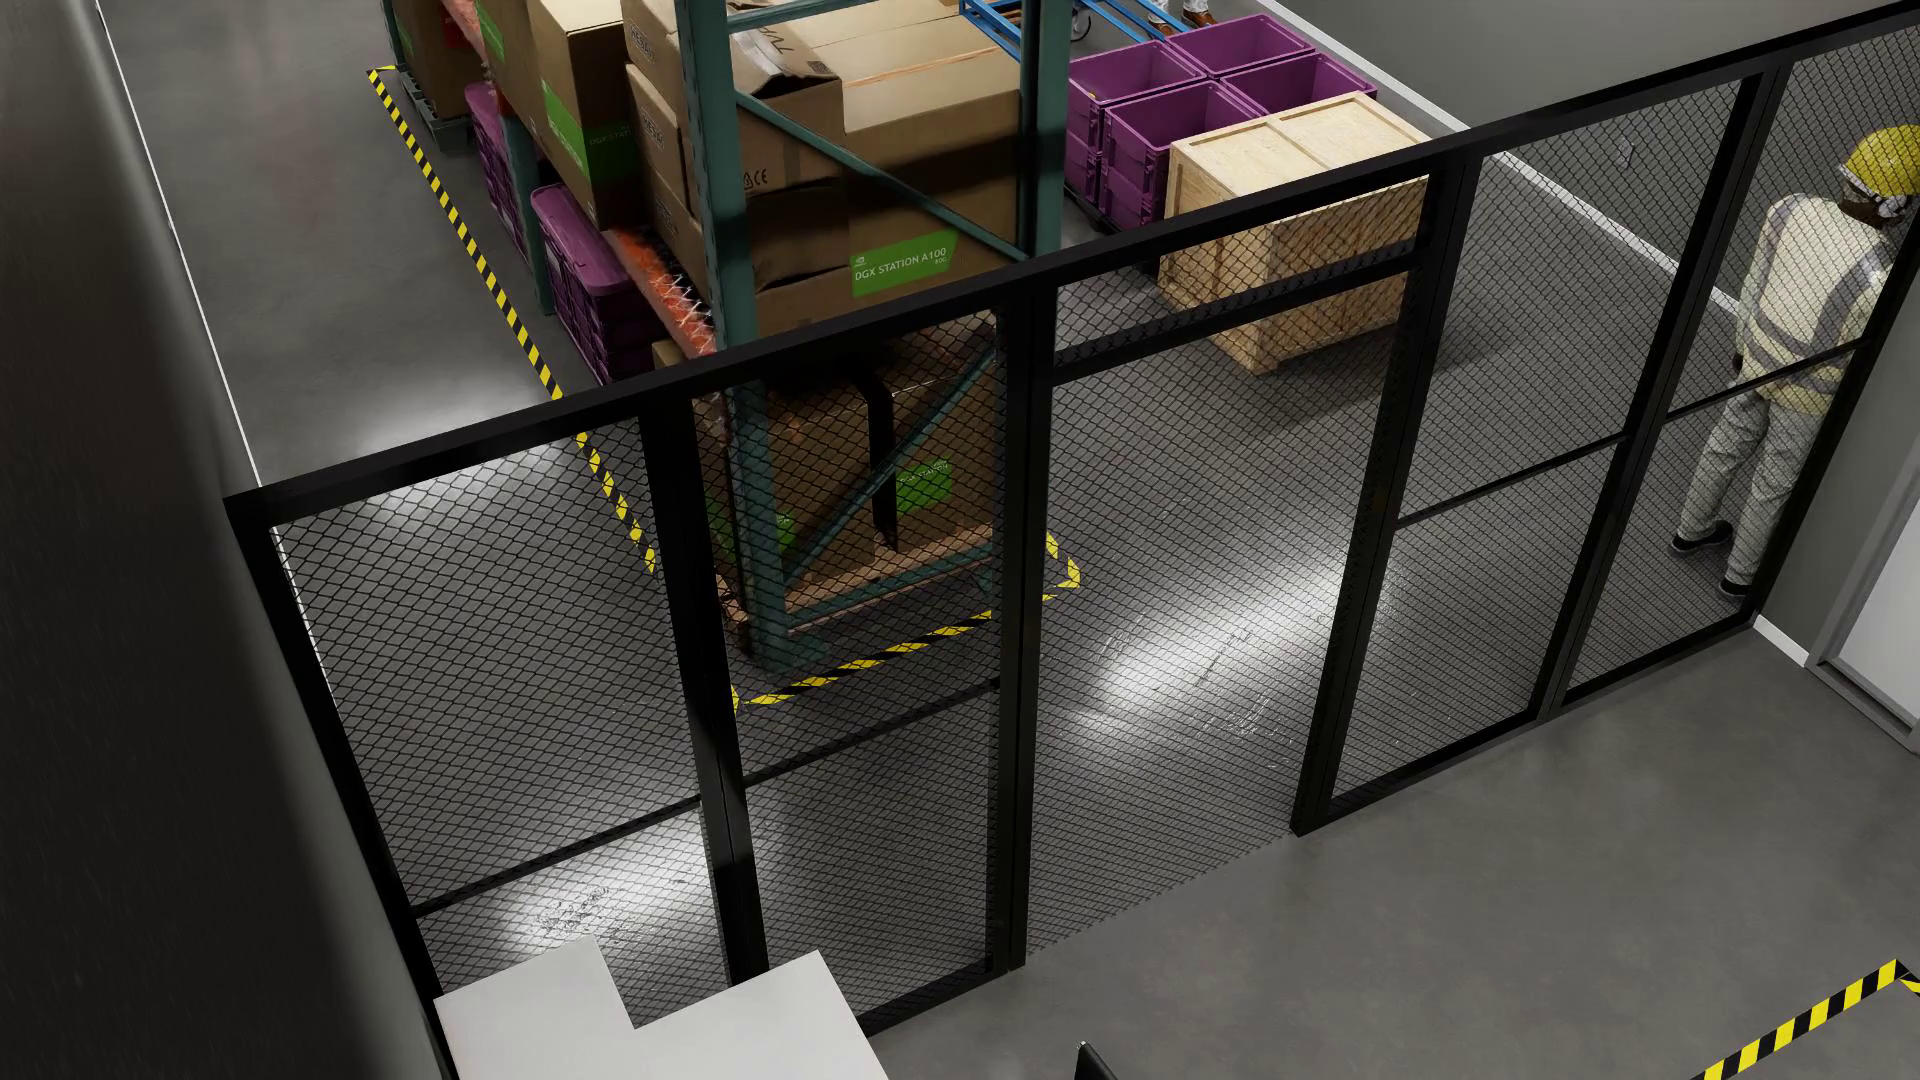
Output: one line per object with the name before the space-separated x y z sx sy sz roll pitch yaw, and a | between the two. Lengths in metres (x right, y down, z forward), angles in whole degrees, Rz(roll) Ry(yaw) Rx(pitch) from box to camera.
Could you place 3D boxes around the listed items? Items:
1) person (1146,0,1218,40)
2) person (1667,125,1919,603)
person | 1.270 -3.623 8.909 0.636 1.939 0.365 -22 47 -22
person | 2.858 -0.569 5.645 0.403 1.833 0.591 -14 44 -15
